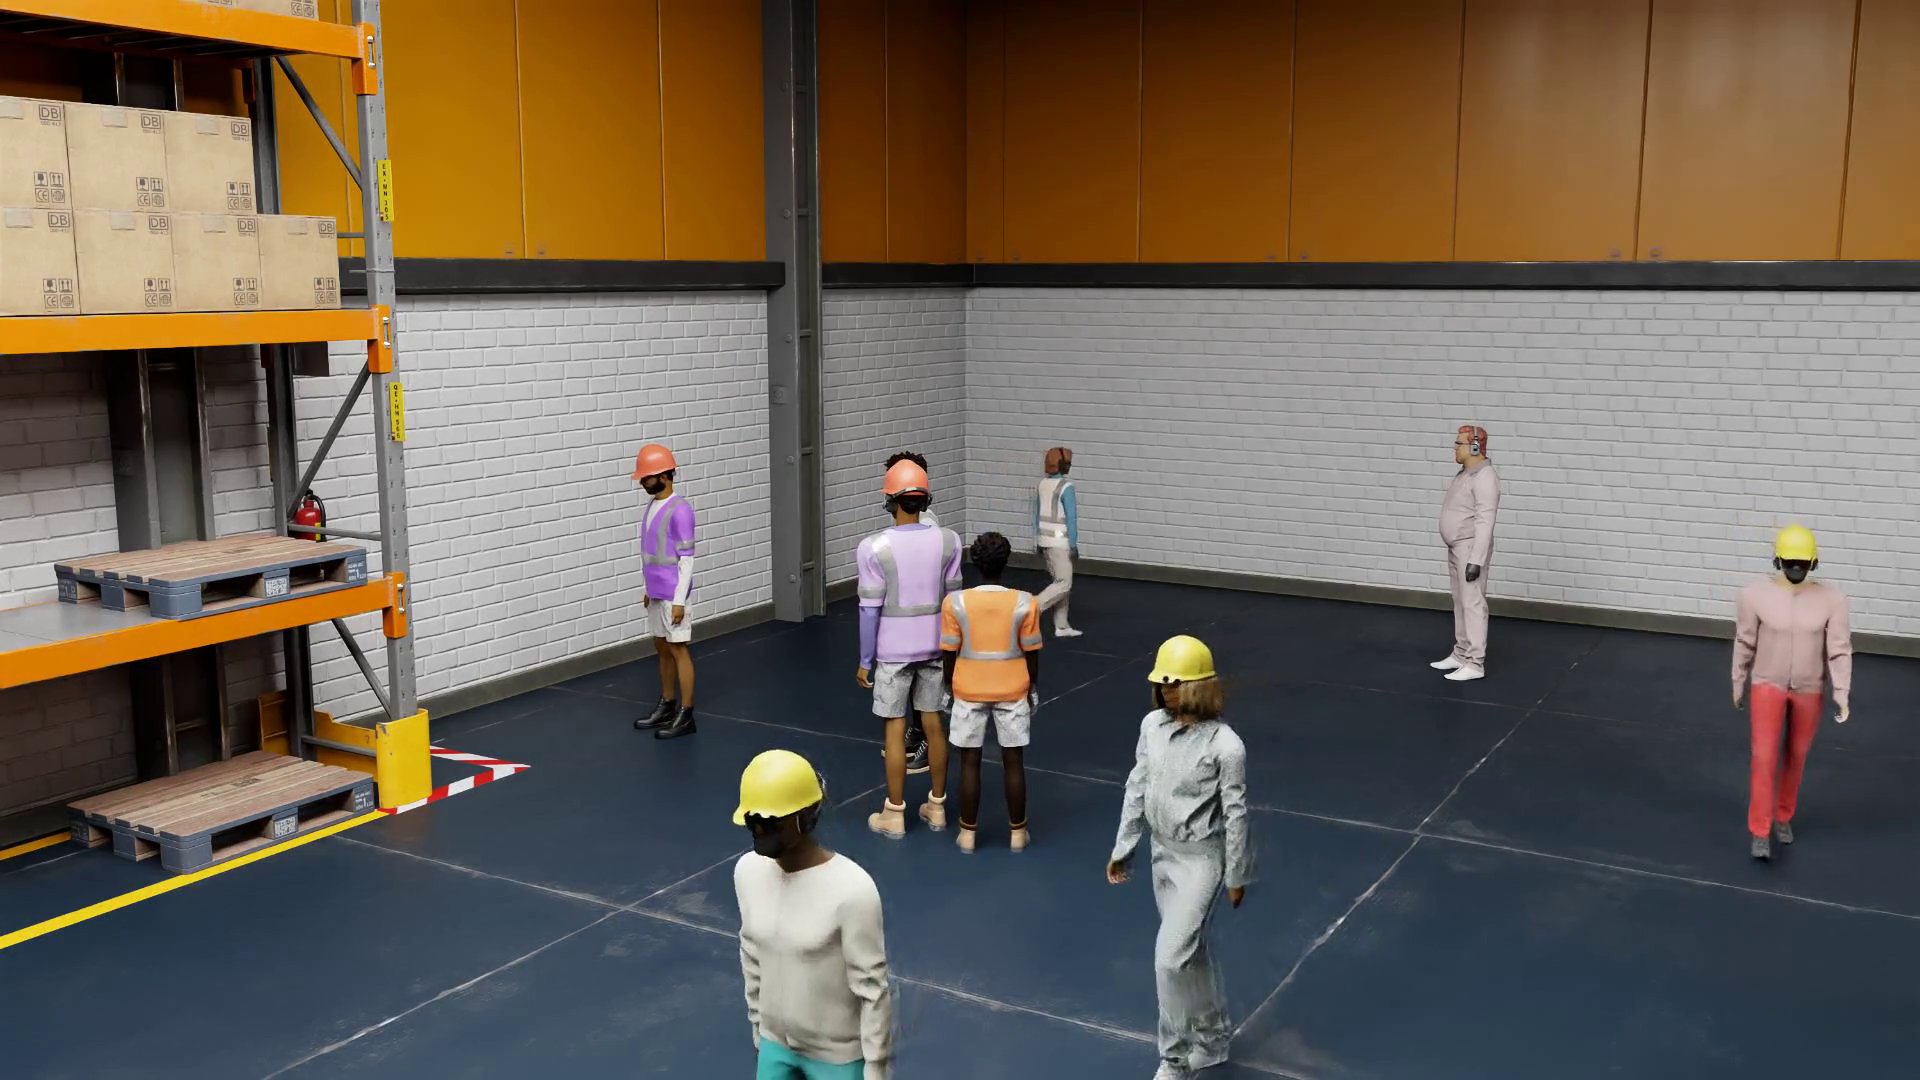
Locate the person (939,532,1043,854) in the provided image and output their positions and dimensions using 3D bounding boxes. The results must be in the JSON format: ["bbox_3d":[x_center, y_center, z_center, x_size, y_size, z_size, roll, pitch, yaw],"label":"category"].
[{"bbox_3d":[0.161,0.800,8.697,0.540,1.696,0.317,0,9,0],"label":"person"}]

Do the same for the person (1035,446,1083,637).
[{"bbox_3d":[0.742,0.040,13.681,0.613,1.618,0.521,-4,10,-24],"label":"person"}]

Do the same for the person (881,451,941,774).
[{"bbox_3d":[-0.284,0.433,10.145,0.364,1.964,0.611,-2,9,-15],"label":"person"}]

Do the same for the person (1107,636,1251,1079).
[{"bbox_3d":[0.762,1.203,6.117,0.676,1.722,0.492,-6,11,-31],"label":"person"}]

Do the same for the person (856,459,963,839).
[{"bbox_3d":[-0.283,0.586,8.954,0.608,2.044,0.370,-5,10,-27],"label":"person"}]

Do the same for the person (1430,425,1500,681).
[{"bbox_3d":[3.788,0.093,12.460,0.408,1.909,0.642,0,9,2],"label":"person"}]

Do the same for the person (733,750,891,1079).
[{"bbox_3d":[-0.364,1.409,4.759,0.540,1.738,0.633,6,11,35],"label":"person"}]

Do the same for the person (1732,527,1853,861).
[{"bbox_3d":[4.293,0.800,8.583,0.537,1.728,0.873,3,10,18],"label":"person"}]

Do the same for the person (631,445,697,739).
[{"bbox_3d":[-1.942,0.335,10.884,0.375,1.927,0.543,-6,11,-34],"label":"person"}]
